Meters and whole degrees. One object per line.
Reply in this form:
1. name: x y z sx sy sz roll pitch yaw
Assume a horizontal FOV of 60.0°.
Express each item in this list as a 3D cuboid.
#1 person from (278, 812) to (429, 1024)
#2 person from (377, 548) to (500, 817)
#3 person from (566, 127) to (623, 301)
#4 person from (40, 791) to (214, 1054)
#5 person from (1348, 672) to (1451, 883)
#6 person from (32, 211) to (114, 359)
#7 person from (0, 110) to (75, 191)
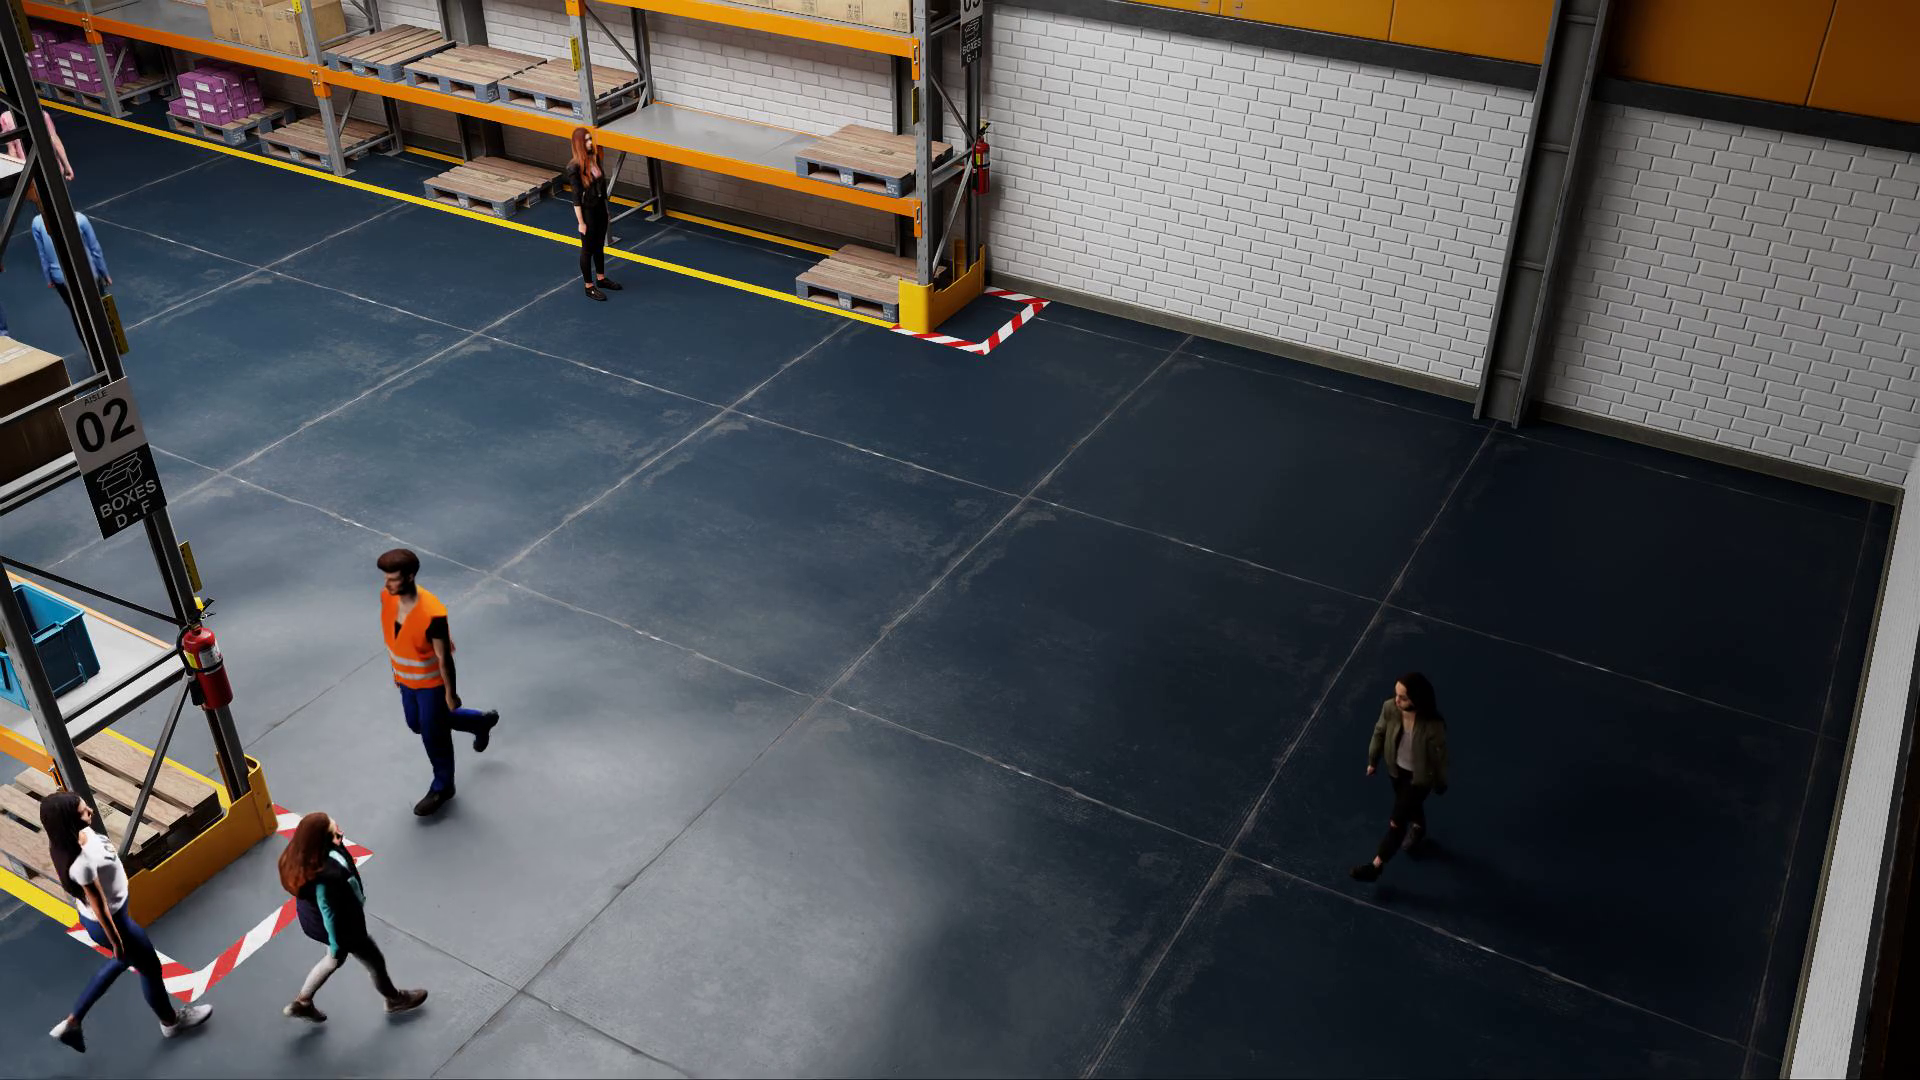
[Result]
1. person: -3.321 2.002 8.714 0.968 1.474 0.974 -14 36 -20
2. person: -3.206 0.790 10.177 0.962 1.872 0.816 23 40 30
3. person: -3.642 -3.235 16.376 0.540 1.713 0.622 14 36 21
4. person: -4.425 1.984 8.483 0.886 1.759 0.995 -23 40 -31
5. person: 2.693 1.339 9.746 0.896 1.435 0.991 -27 42 -35
6. person: -7.969 -2.353 14.978 0.932 1.792 0.992 -9 35 -13
7. person: -9.293 -3.670 16.821 0.794 1.945 0.845 -9 35 -14
